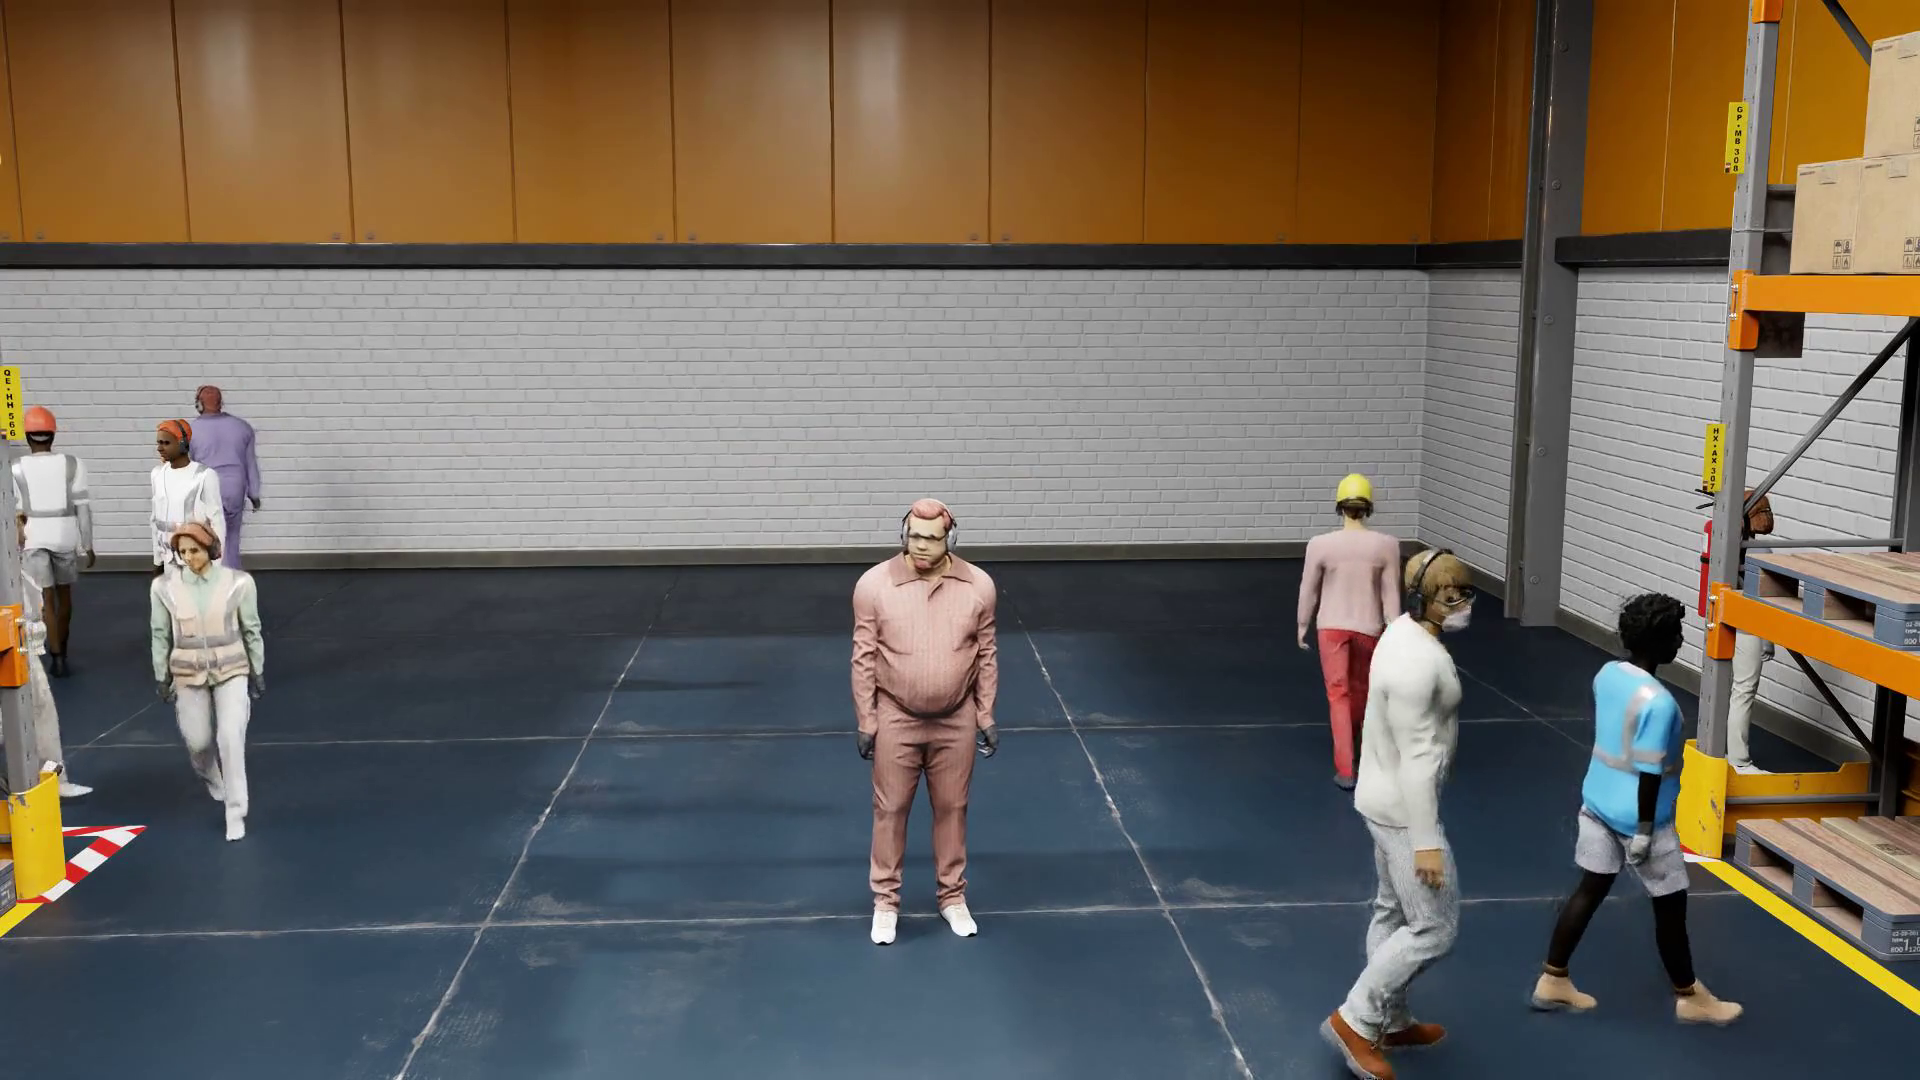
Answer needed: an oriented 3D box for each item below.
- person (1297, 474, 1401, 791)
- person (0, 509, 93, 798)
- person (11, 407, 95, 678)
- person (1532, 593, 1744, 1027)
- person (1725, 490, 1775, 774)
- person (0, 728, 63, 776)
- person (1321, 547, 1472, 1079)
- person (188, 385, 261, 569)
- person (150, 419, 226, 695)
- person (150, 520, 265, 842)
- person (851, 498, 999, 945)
[{"bbox_3d":[2.175,0.485,9.382,0.547,1.717,0.877,0,9,2],"label":"person"},{"bbox_3d":[-5.090,0.623,8.881,0.640,1.609,0.524,-6,11,-31],"label":"person"},{"bbox_3d":[-6.570,-0.004,11.946,0.569,1.888,0.957,-7,11,-36],"label":"person"},{"bbox_3d":[2.560,1.012,6.272,0.677,1.674,0.548,-1,9,-6],"label":"person"},{"bbox_3d":[4.431,0.527,9.416,0.284,1.636,0.500,-2,9,-10],"label":"person"},{"bbox_3d":[-5.135,0.559,8.477,0.841,1.882,0.602,-5,10,-30],"label":"person"},{"bbox_3d":[1.546,0.965,5.797,0.423,1.922,0.720,2,9,14],"label":"person"},{"bbox_3d":[-6.506,-0.404,14.481,0.818,1.876,0.673,9,13,44],"label":"person"},{"bbox_3d":[-5.177,0.128,11.146,0.584,1.882,0.337,4,10,22],"label":"person"},{"bbox_3d":[-3.835,0.684,8.518,0.528,1.616,0.668,-3,10,-18],"label":"person"},{"bbox_3d":[-0.141,0.767,7.081,0.637,1.904,0.403,-2,9,-11],"label":"person"}]
